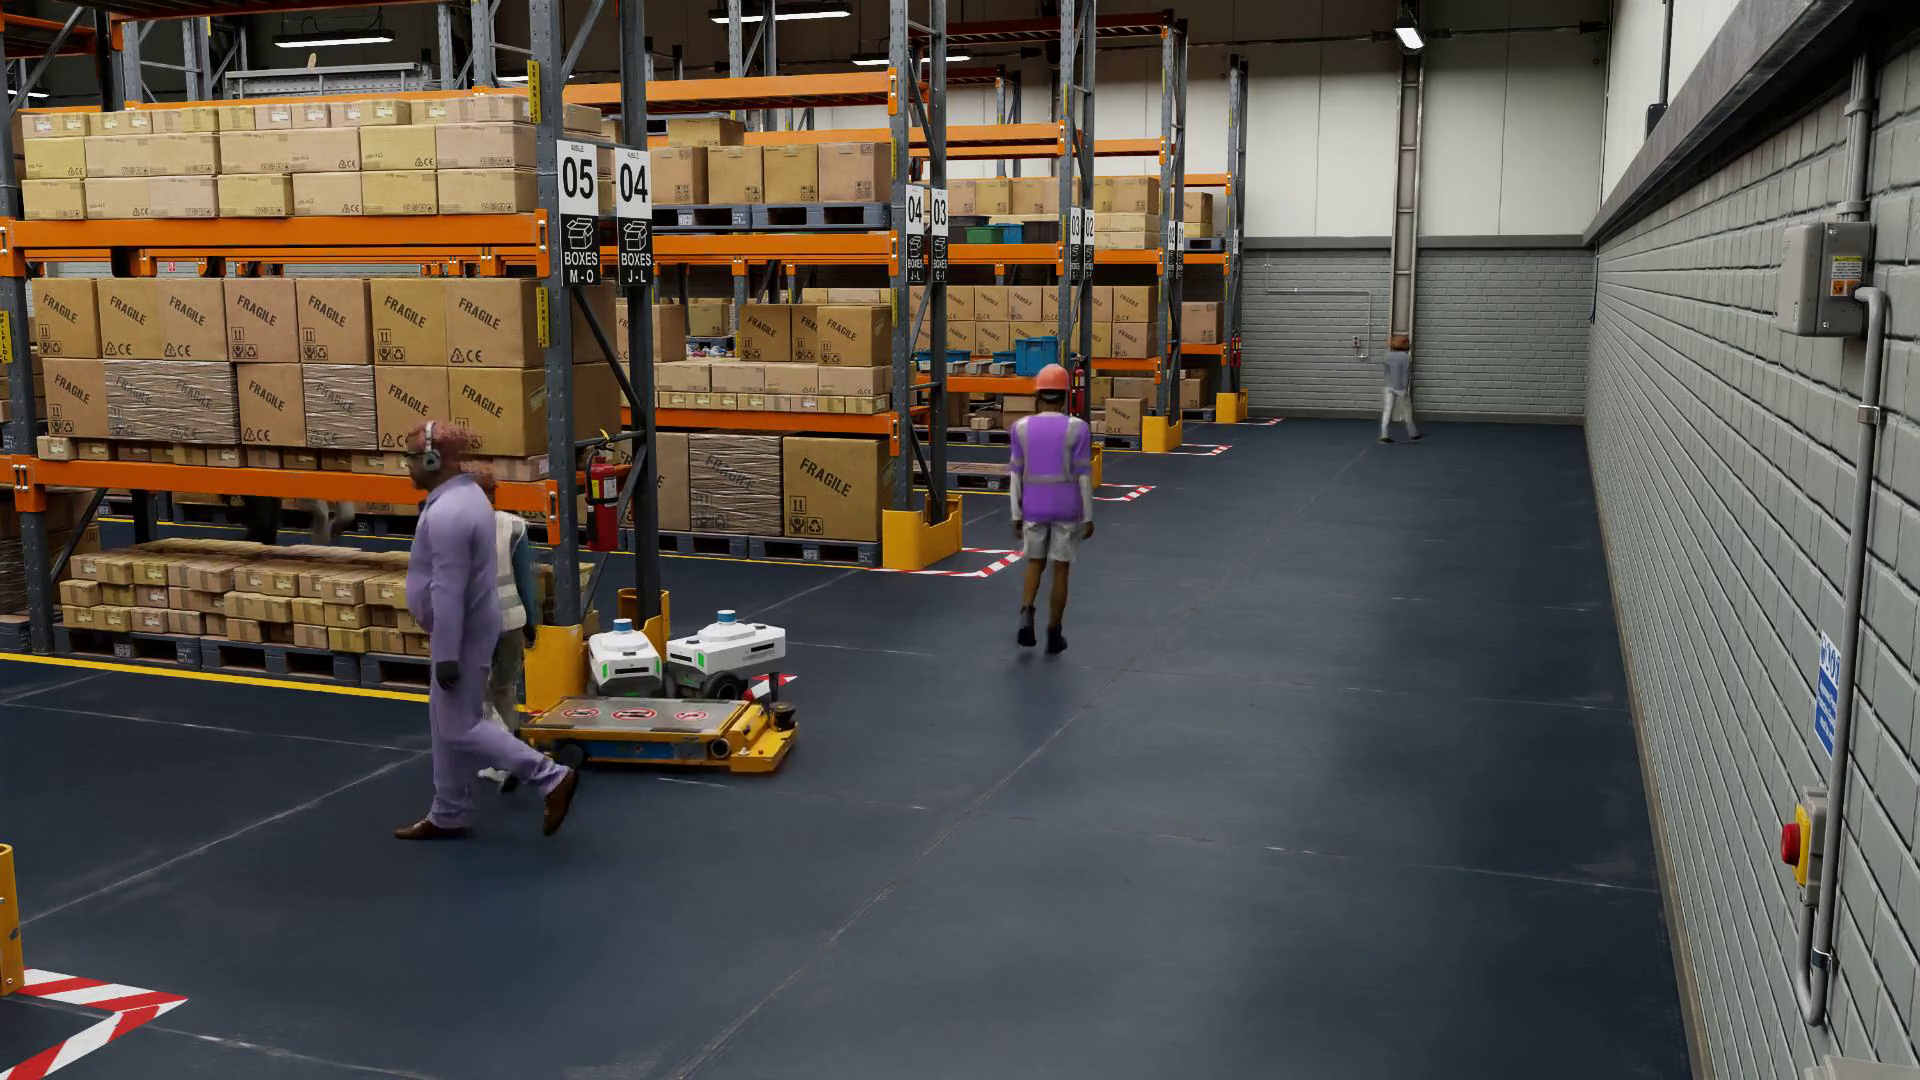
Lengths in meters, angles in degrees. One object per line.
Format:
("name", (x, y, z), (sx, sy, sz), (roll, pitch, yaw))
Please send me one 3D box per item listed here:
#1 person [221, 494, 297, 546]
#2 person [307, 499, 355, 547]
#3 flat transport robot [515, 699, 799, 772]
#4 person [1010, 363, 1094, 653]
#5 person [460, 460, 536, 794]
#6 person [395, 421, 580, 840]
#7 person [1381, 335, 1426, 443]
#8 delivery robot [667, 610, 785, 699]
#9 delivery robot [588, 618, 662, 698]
("person", (-5.330, -0.473, 12.687), (0.456, 1.904, 0.623), (5, 10, 26))
("person", (-5.233, -0.488, 13.682), (0.397, 1.627, 0.515), (5, 10, 26))
("flat transport robot", (-1.602, 0.995, 8.618), (1.431, 0.197, 0.652), (1, 9, 6))
("person", (0.603, -0.197, 10.937), (0.547, 1.921, 0.451), (3, 10, 21))
("person", (-2.222, 0.429, 7.933), (0.535, 1.617, 0.536), (8, 12, 42))
("person", (-2.099, 0.415, 7.262), (0.742, 1.877, 0.648), (-1, 9, -9))
("person", (6.551, -2.227, 24.564), (0.802, 1.593, 0.526), (-5, 10, -27))
("delivery robot", (-1.342, 0.648, 9.610), (0.477, 0.478, 0.707), (8, 12, 39))
("delivery robot", (-1.892, 0.686, 9.370), (0.477, 0.478, 0.707), (-3, 10, -18))
